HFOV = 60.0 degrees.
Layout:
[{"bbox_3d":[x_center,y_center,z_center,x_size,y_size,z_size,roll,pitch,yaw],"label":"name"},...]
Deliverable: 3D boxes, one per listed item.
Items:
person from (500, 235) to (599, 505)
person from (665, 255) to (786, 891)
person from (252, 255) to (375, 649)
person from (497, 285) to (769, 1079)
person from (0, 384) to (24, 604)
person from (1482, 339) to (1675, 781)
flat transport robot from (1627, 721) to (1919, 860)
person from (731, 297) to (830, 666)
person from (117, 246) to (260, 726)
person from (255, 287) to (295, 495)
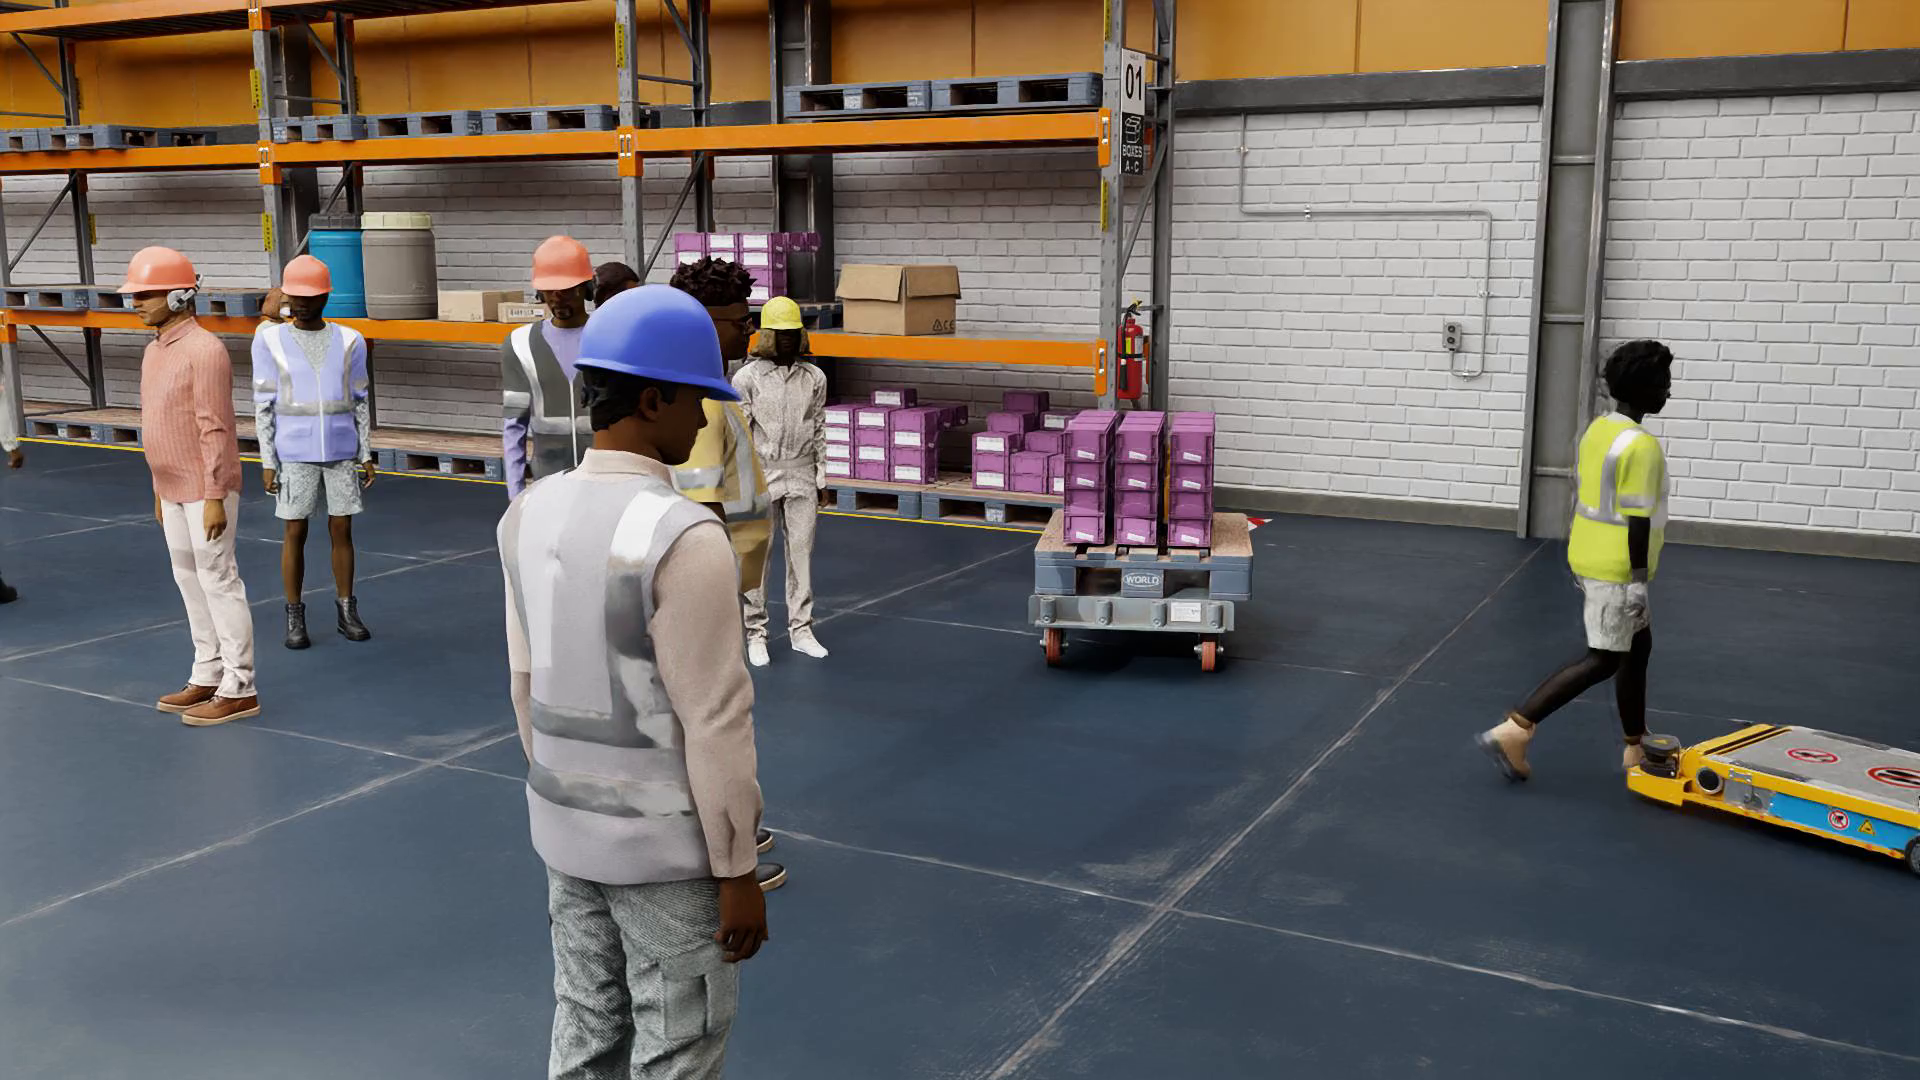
[{"bbox_3d":[-1.608,-0.252,7.003,0.620,2.028,0.410,-1,10,-4],"label":"person"},{"bbox_3d":[-0.763,0.106,5.197,0.367,1.966,0.606,-2,11,-12],"label":"person"},{"bbox_3d":[-3.175,-0.433,8.234,0.548,1.934,0.374,-7,12,-32],"label":"person"},{"bbox_3d":[-0.558,0.523,2.990,0.602,1.938,0.402,10,14,42],"label":"person"},{"bbox_3d":[-5.389,-0.524,8.815,0.627,1.907,0.868,0,10,2],"label":"person"},{"bbox_3d":[2.347,0.090,6.094,0.778,1.660,0.531,1,10,4],"label":"person"},{"bbox_3d":[3.099,0.875,5.629,0.652,0.197,1.431,-8,13,-37],"label":"flat transport robot"},{"bbox_3d":[-0.841,-0.280,7.924,0.486,1.744,0.294,-6,12,-30],"label":"person"},{"bbox_3d":[-3.223,-0.218,6.937,0.608,1.987,0.403,9,13,39],"label":"person"},{"bbox_3d":[-5.332,-1.171,13.110,0.278,1.631,0.507,2,10,10],"label":"person"}]
